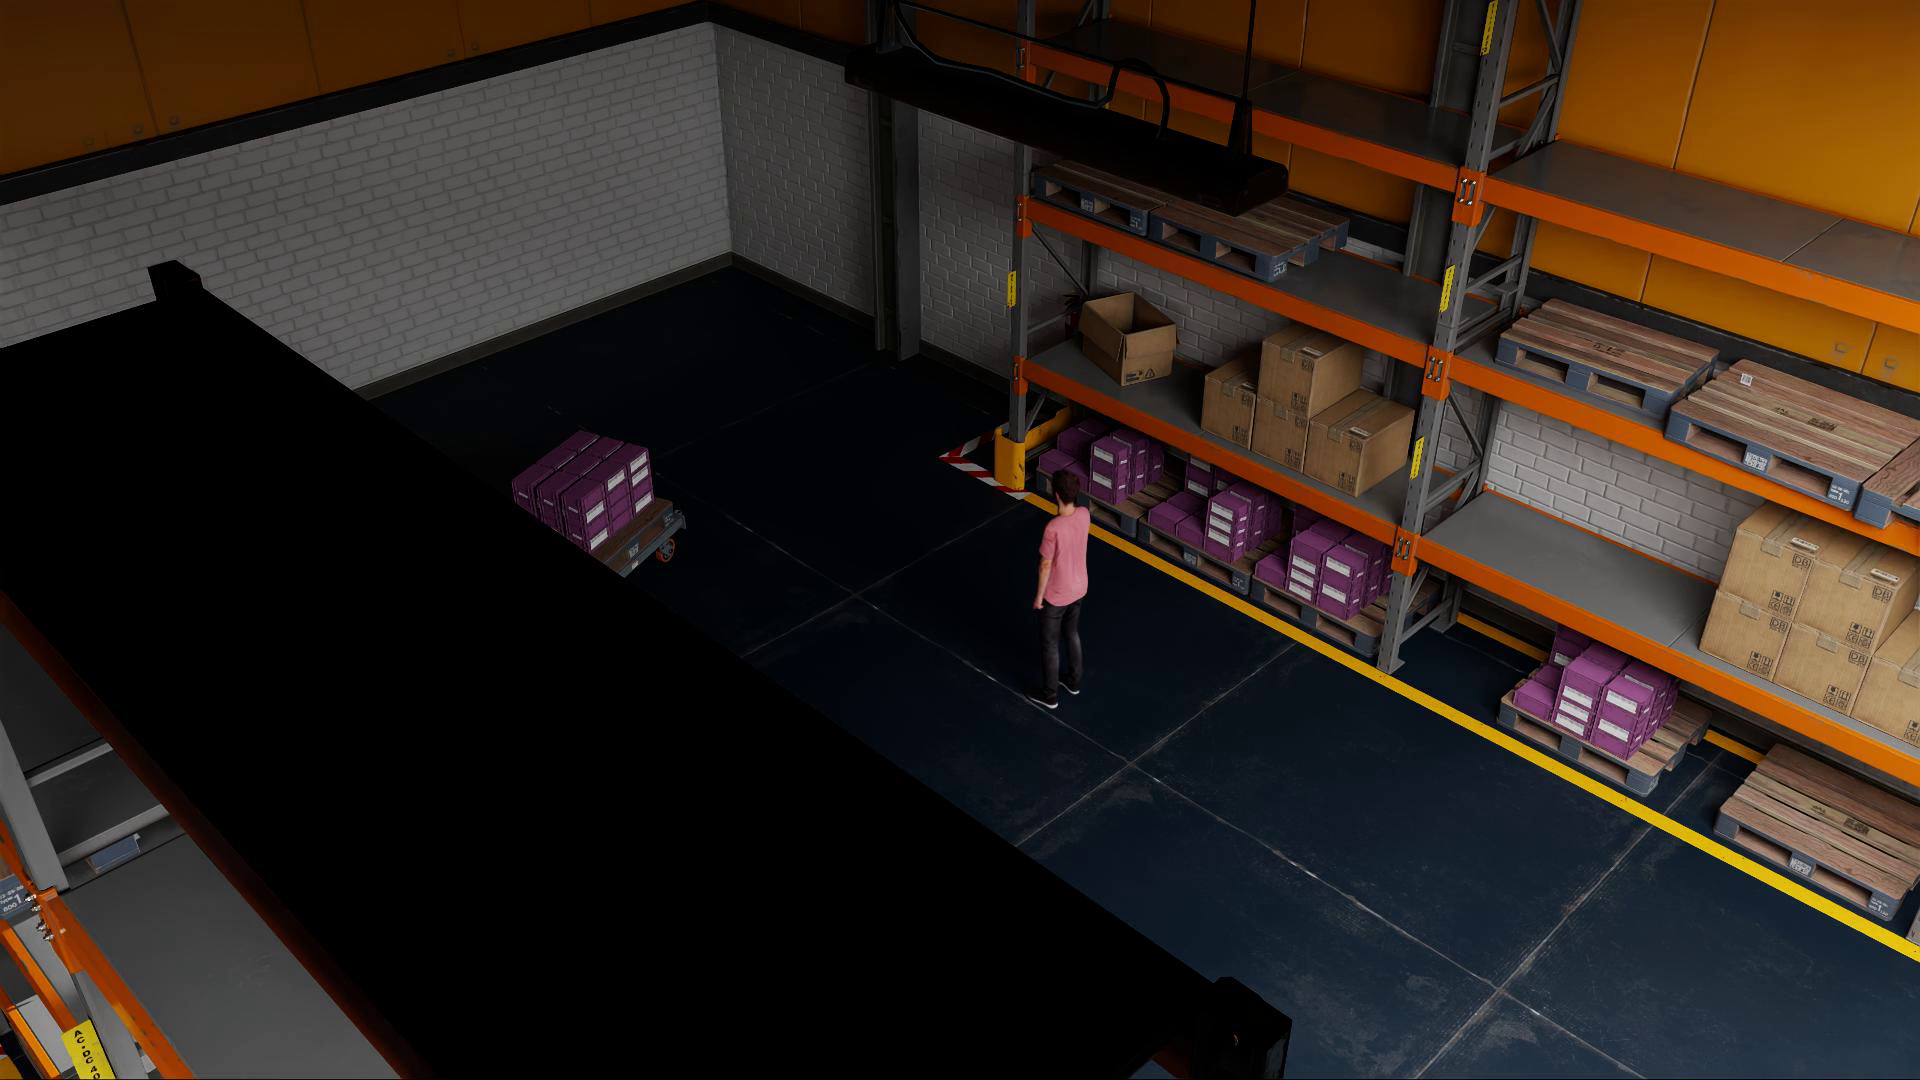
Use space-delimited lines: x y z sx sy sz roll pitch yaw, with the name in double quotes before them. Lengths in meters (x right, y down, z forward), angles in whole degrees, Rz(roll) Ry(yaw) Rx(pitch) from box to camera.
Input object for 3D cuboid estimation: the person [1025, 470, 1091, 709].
"person" 0.766 0.367 12.279 0.555 1.956 0.632 27 42 34
